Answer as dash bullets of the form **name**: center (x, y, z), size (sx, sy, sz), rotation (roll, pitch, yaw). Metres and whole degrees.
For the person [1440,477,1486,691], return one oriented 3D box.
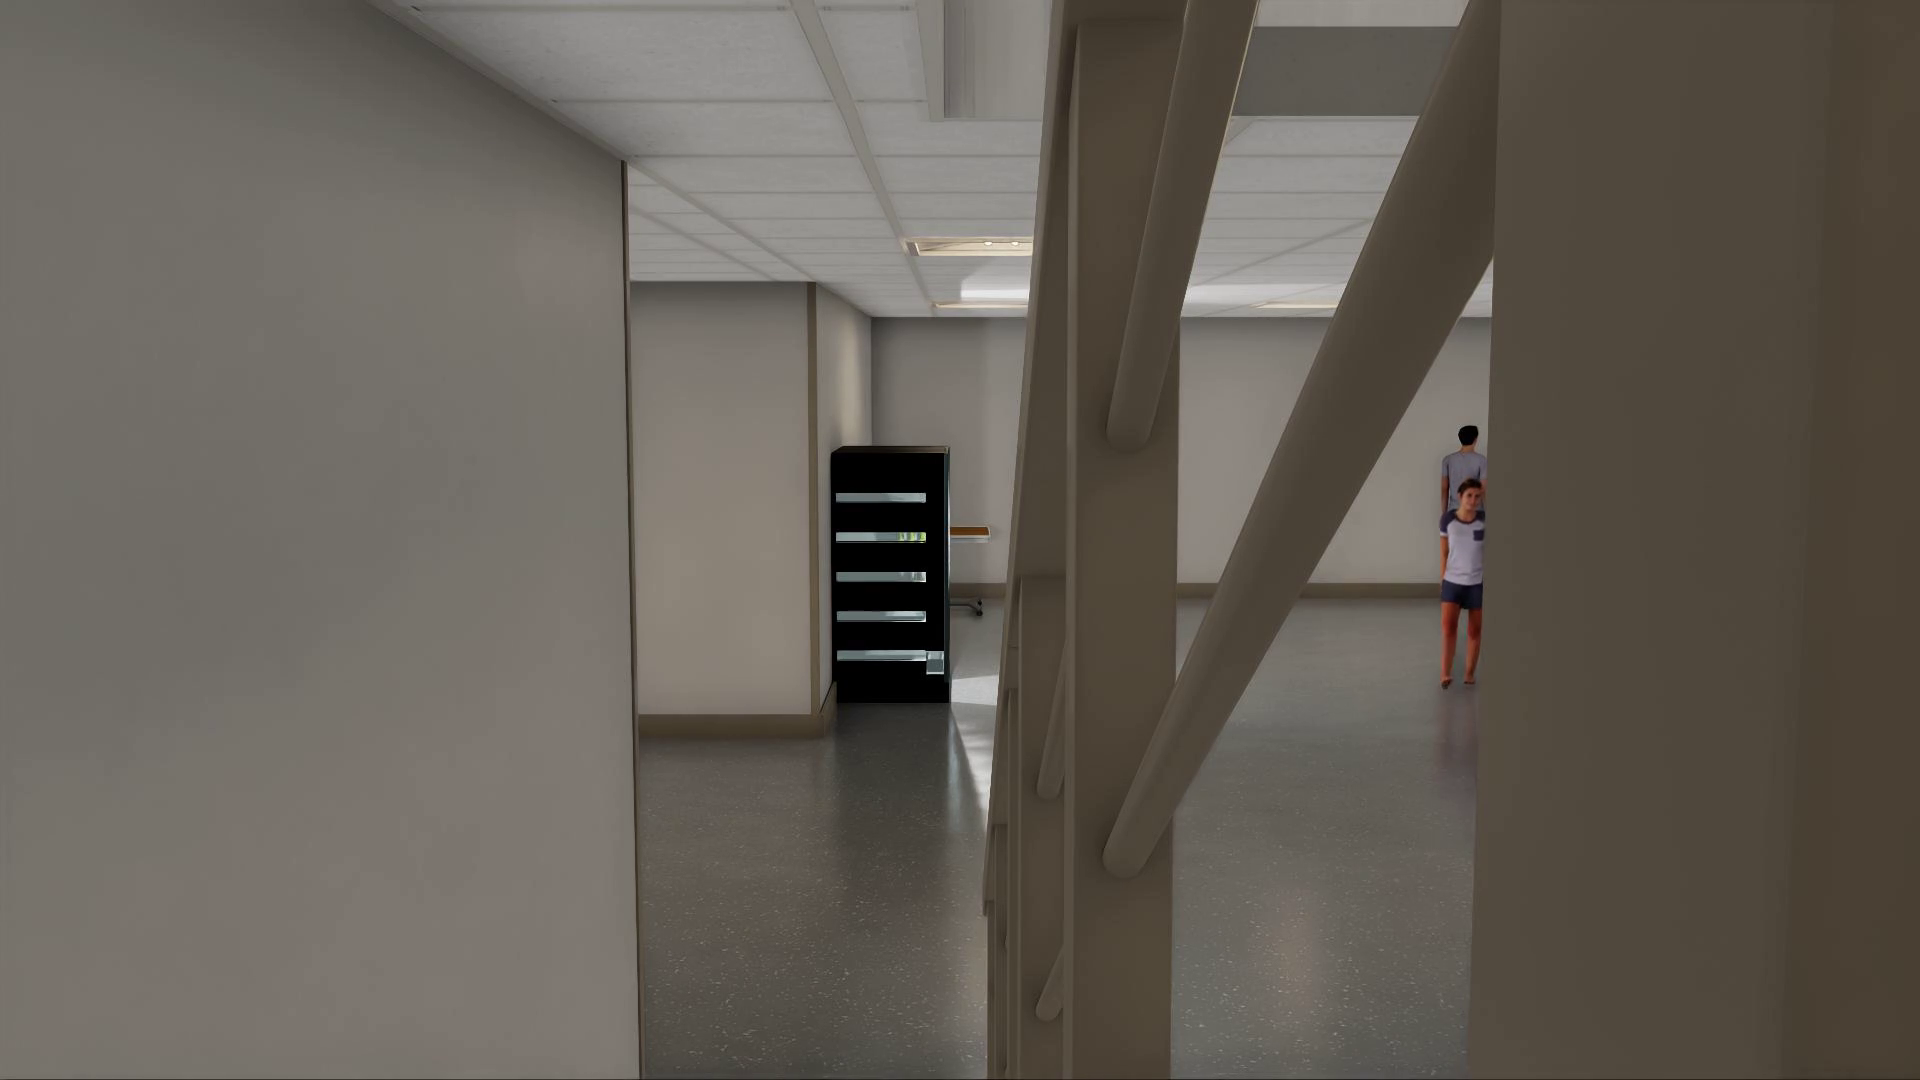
- **person**: center (3.850, 0.348, 12.614), size (0.720, 1.588, 1.015), rotation (2, 6, 16)

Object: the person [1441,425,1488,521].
- **person**: center (5.259, -0.264, 17.319), size (0.745, 1.863, 0.769), rotation (4, 7, 38)
